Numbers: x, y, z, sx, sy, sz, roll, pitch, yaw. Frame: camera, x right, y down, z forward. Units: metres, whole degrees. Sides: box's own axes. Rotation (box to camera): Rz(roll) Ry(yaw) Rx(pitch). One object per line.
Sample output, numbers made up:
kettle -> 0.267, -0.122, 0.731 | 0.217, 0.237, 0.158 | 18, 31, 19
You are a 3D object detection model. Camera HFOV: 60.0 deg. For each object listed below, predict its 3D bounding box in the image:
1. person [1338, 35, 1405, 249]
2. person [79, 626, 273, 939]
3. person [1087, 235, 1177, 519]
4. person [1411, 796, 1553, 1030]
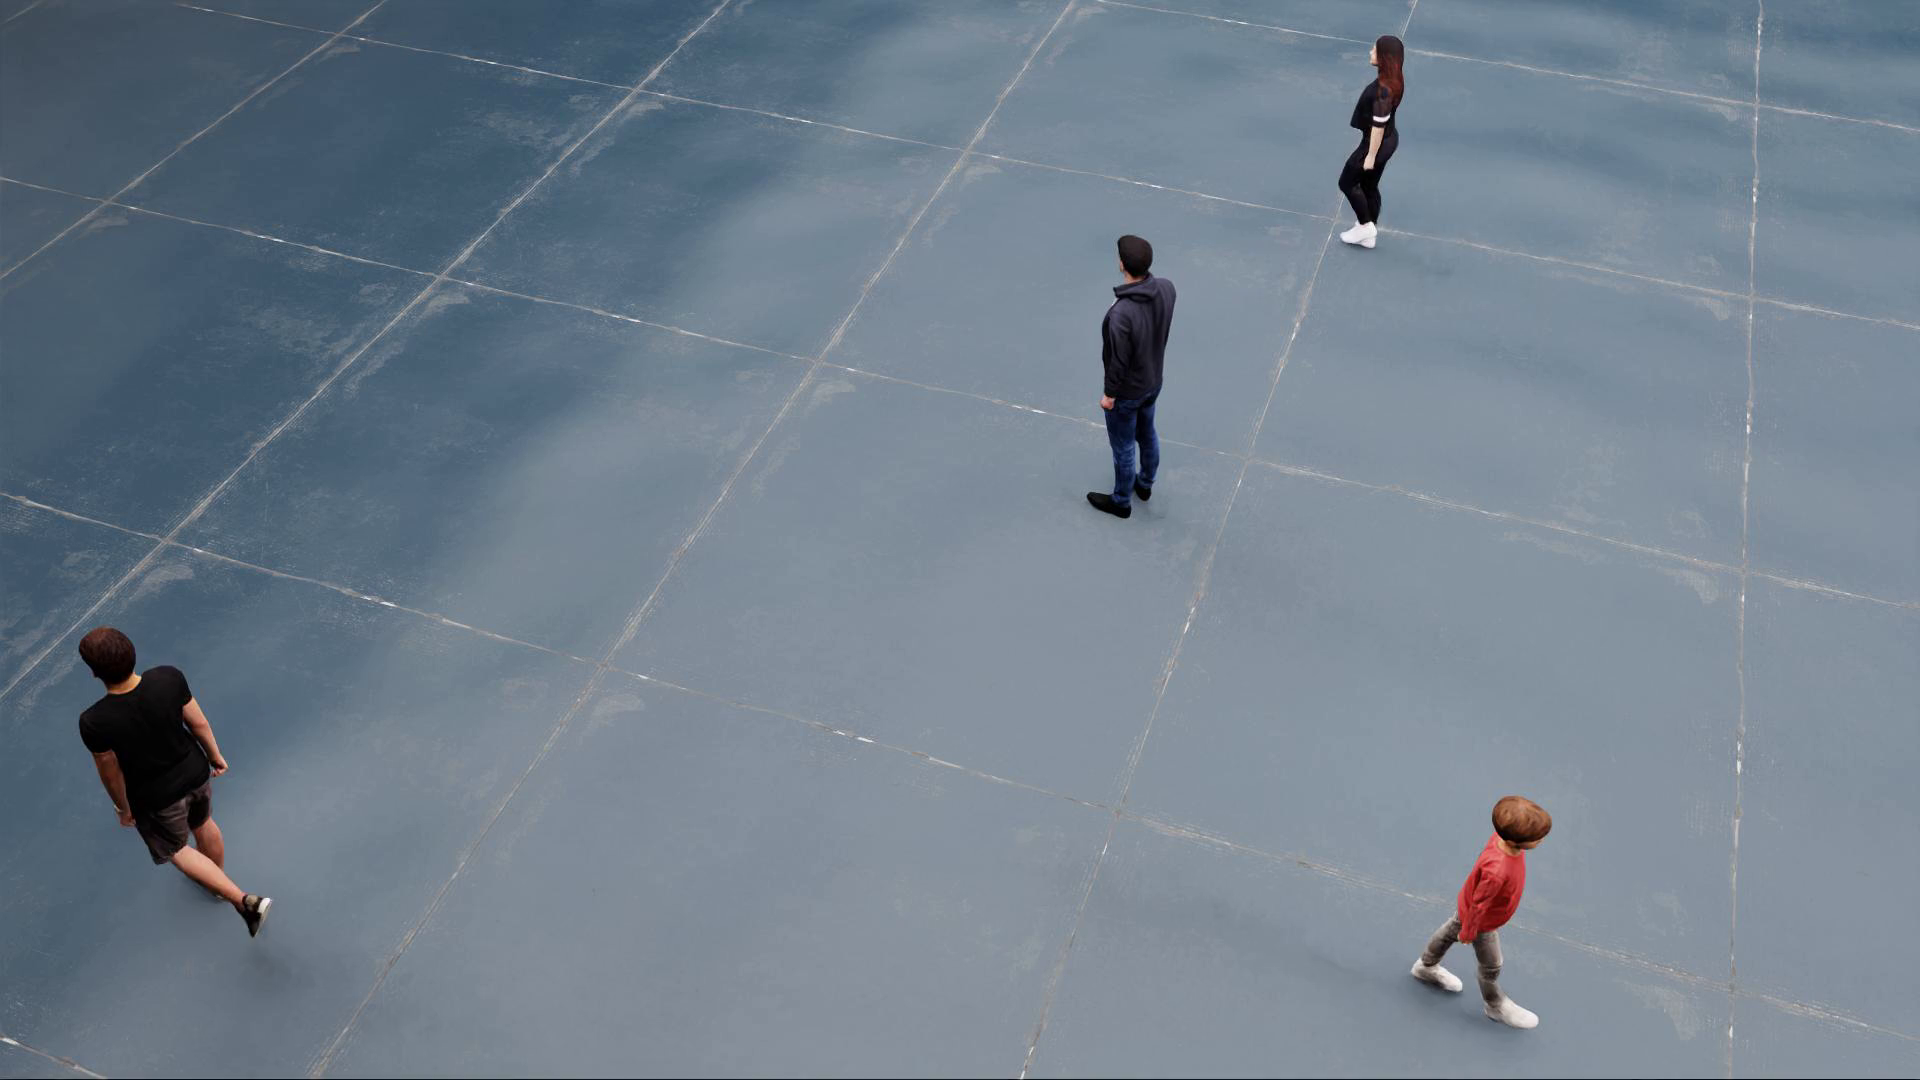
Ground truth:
person -> 3.040, -2.797, 11.877 | 0.576, 1.624, 0.621 | 16, 45, 17
person -> -3.533, 1.135, 7.505 | 1.081, 1.845, 0.813 | 25, 49, 25
person -> 1.014, -0.930, 9.683 | 0.717, 1.890, 0.751 | 32, 52, 29
person -> 2.246, 1.588, 7.345 | 0.816, 1.399, 0.566 | 17, 46, 17
